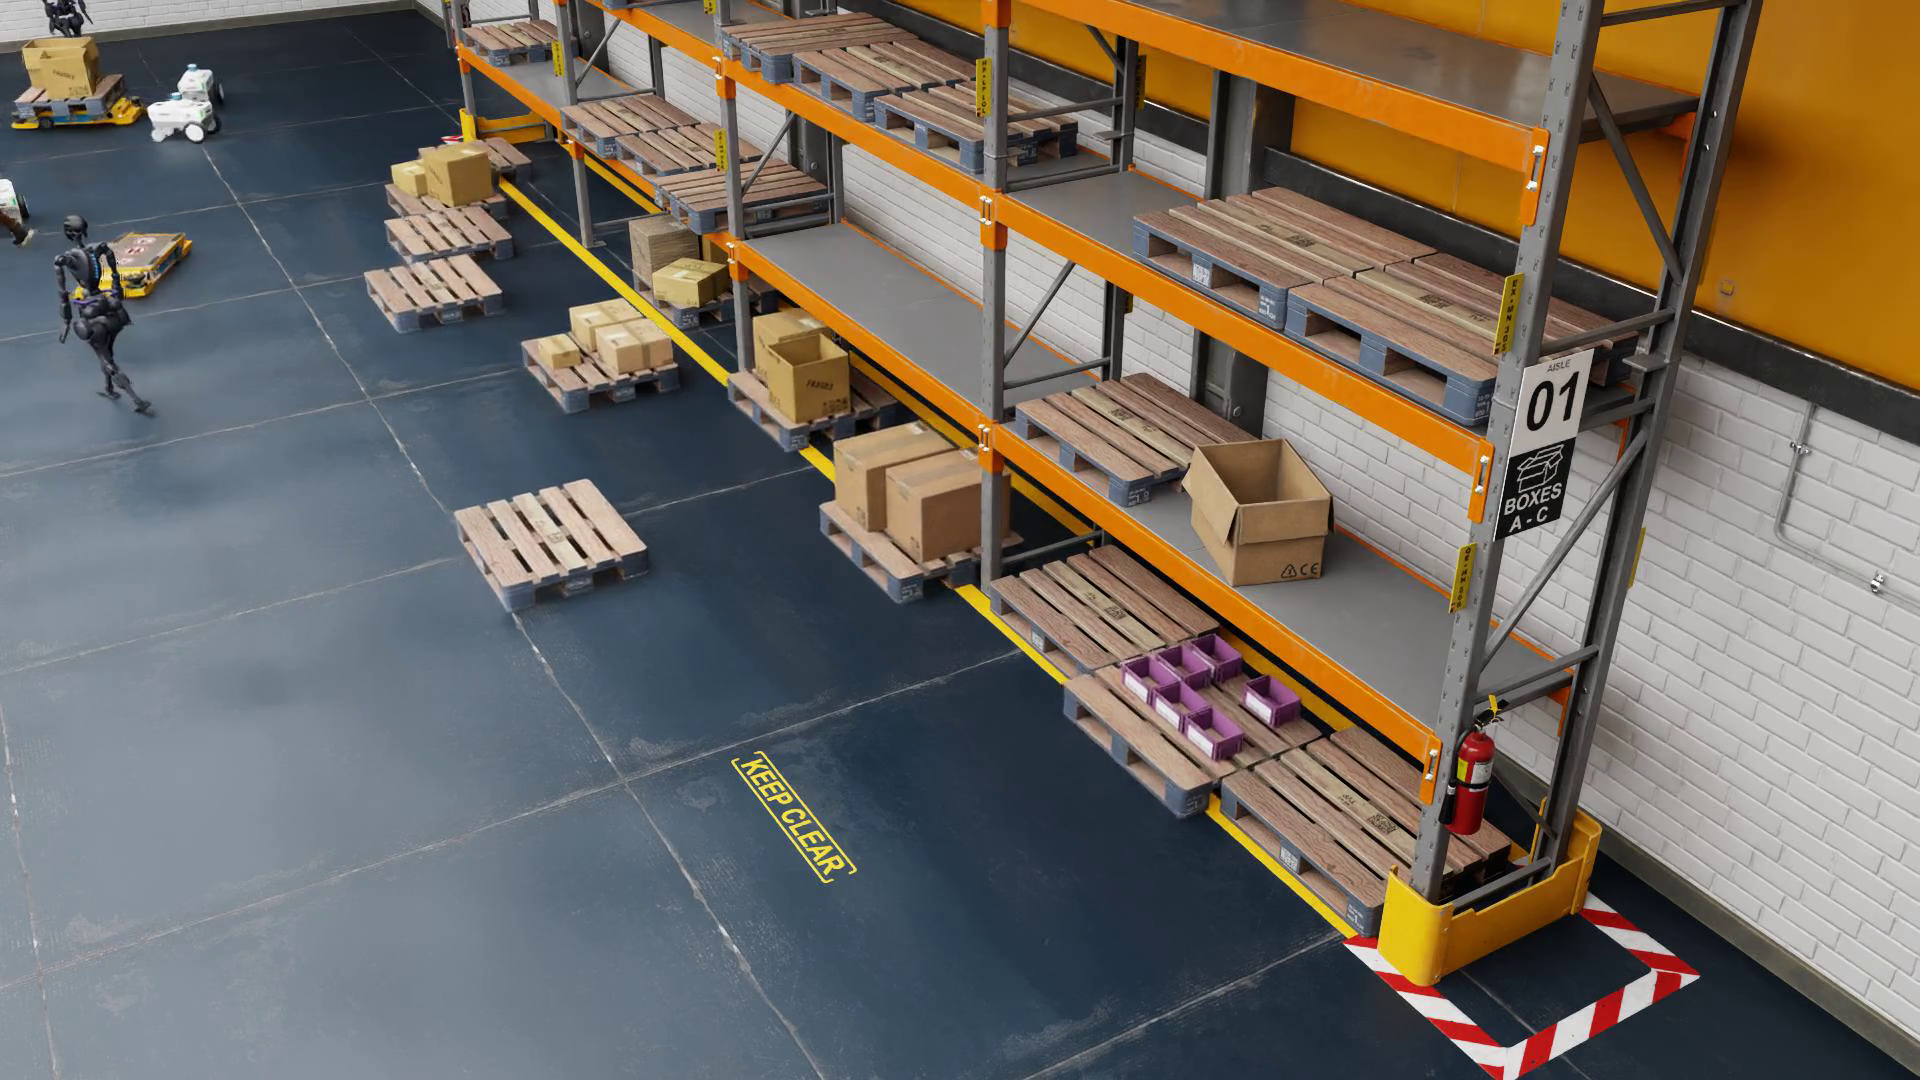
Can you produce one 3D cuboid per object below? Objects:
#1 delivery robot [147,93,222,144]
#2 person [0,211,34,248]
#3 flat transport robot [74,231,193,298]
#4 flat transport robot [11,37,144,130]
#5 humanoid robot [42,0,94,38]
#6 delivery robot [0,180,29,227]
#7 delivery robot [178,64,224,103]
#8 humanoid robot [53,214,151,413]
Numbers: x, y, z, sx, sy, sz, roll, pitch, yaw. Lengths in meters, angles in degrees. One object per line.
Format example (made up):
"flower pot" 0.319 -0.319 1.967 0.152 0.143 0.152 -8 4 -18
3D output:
"delivery robot" -9.584 -5.213 20.556 0.781 0.605 0.499 1 30 1
"person" -9.984 -3.803 16.680 0.892 1.918 0.643 -9 31 -15
"flat transport robot" -8.163 -2.733 16.457 0.659 0.231 1.431 -2 30 -4
"flat transport robot" -11.284 -5.468 21.285 1.431 0.231 0.659 -6 30 -10
"humanoid robot" -12.479 -7.321 23.181 0.738 1.653 0.608 19 35 30
"delivery robot" -10.195 -3.579 17.638 0.499 0.572 0.747 -16 33 -26
"delivery robot" -10.007 -5.933 21.828 0.499 0.606 0.796 -7 30 -12
"humanoid robot" -6.983 -1.824 13.491 0.772 1.648 0.601 15 33 24
